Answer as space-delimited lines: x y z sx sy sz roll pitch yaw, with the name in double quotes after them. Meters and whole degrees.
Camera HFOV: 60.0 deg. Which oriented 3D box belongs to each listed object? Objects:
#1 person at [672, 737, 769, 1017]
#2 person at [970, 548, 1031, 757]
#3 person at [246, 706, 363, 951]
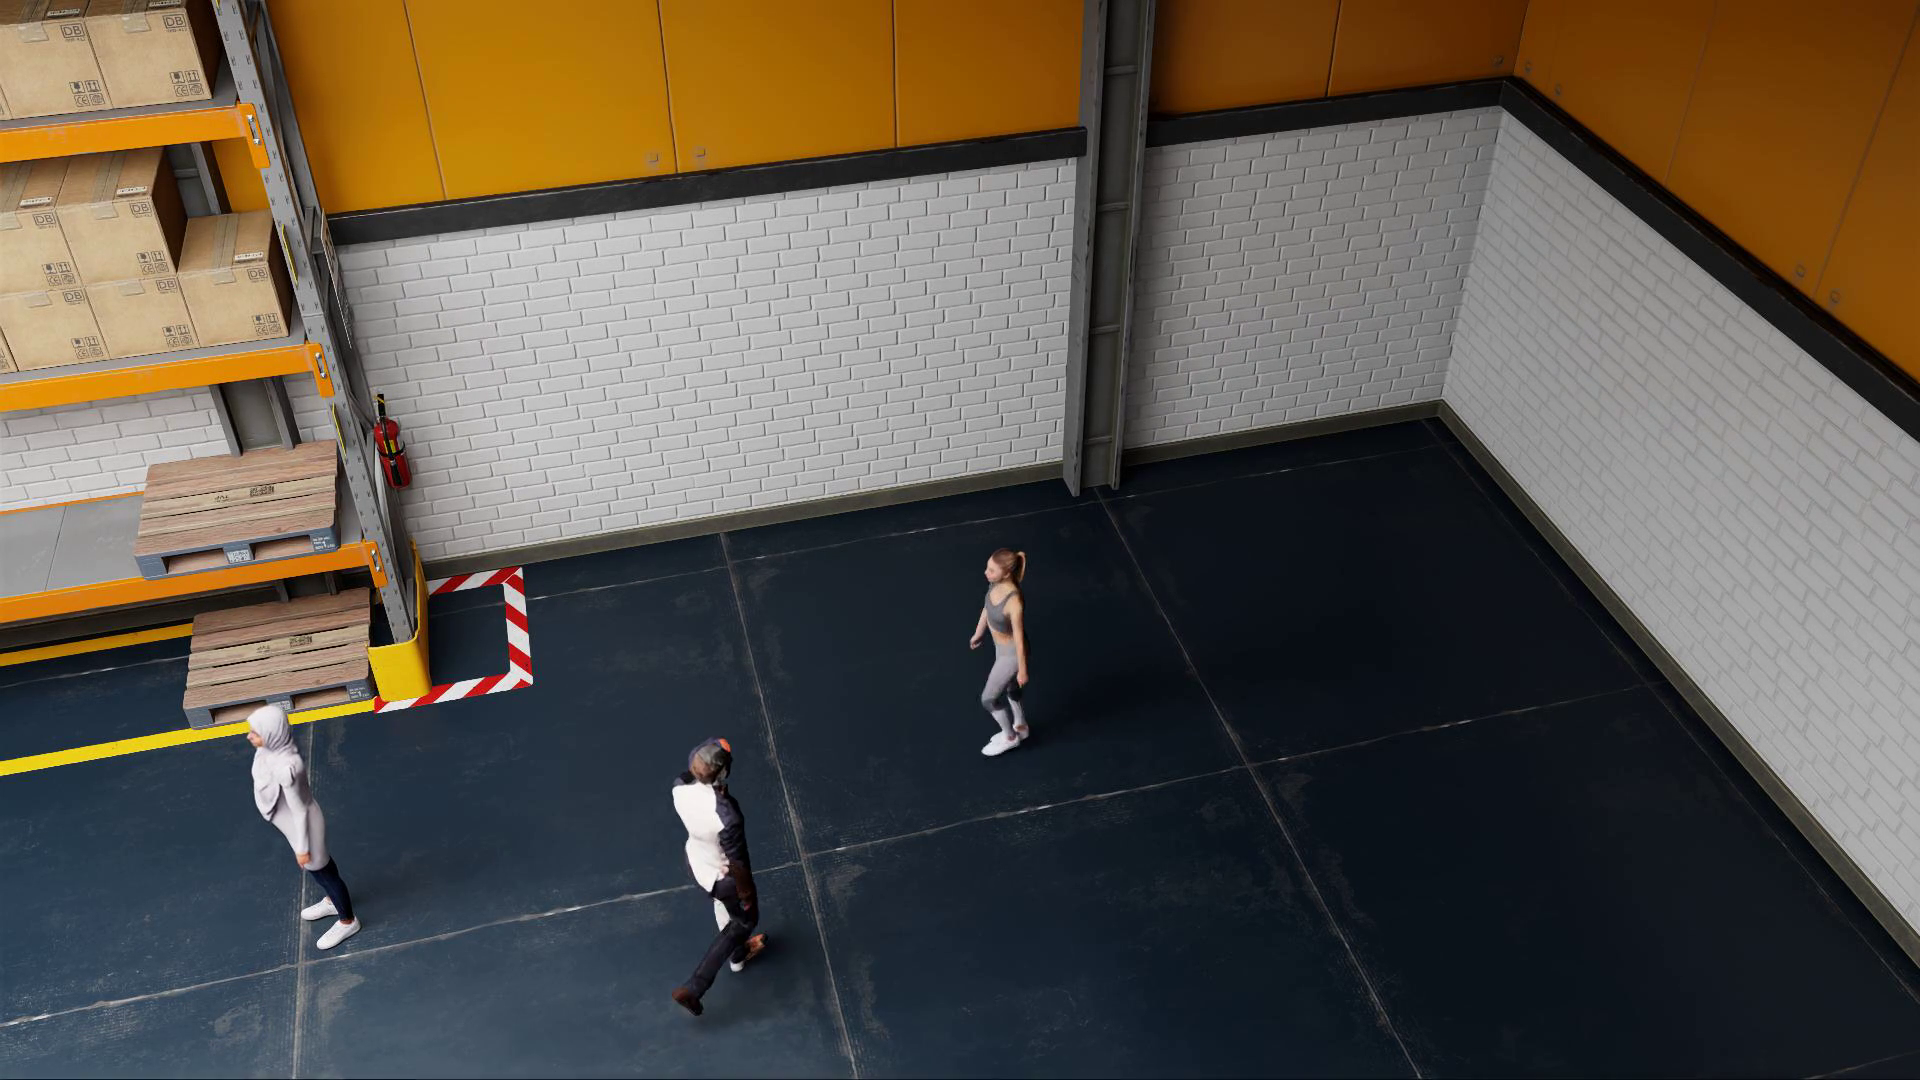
-1.372 1.843 9.068 1.000 1.874 1.140 32 48 33 "person"
0.395 0.696 10.654 0.591 1.687 0.601 -7 39 -9 "person"
-3.731 1.610 9.439 0.624 1.775 0.666 -21 43 -25 "person"
